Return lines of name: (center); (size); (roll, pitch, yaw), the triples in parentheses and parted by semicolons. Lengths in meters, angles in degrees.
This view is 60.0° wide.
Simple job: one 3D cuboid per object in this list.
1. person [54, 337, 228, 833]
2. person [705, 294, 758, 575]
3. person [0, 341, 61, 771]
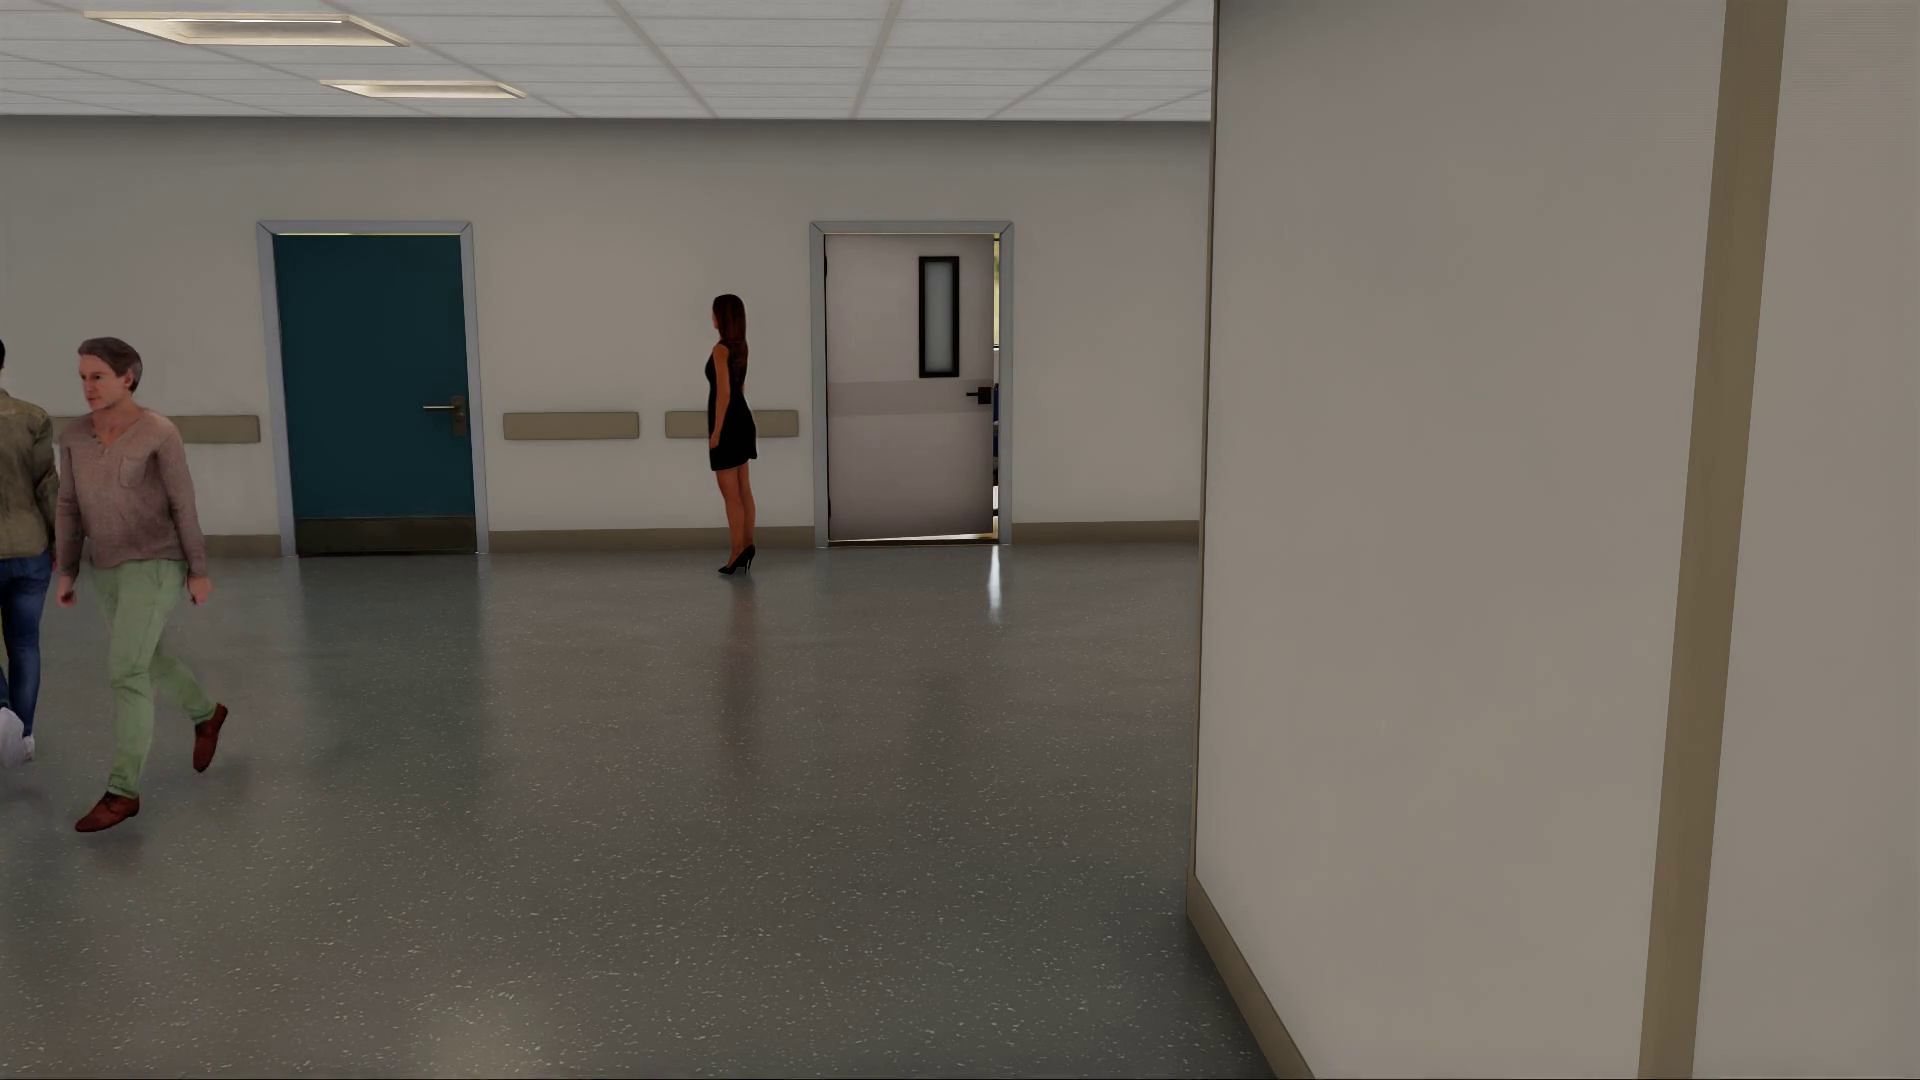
person: (-3.186, 0.141, 6.560); (1.280, 1.837, 0.974); (2, 11, 12)
person: (-1.511, -0.693, 10.961); (0.636, 1.834, 0.650); (3, 11, 15)
person: (-3.987, 0.070, 6.906); (1.037, 1.848, 1.038); (-8, 13, -35)
